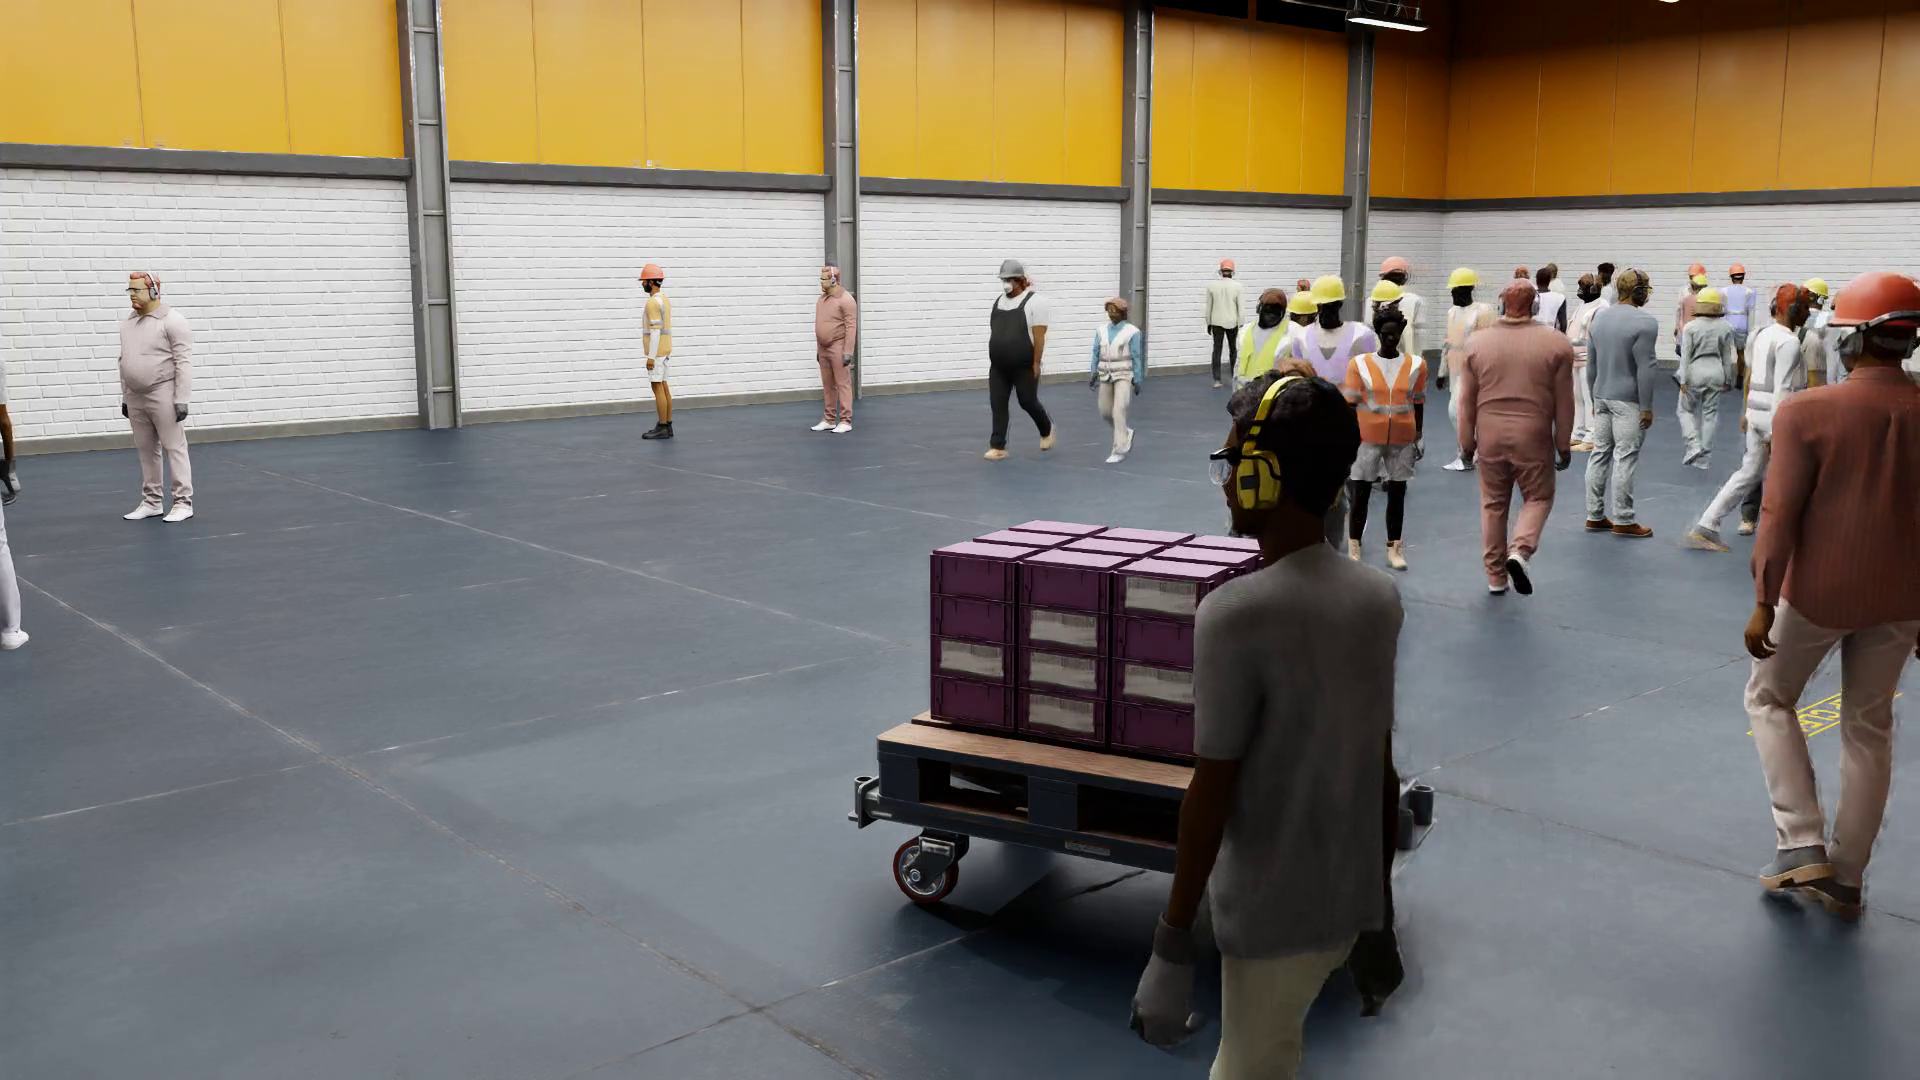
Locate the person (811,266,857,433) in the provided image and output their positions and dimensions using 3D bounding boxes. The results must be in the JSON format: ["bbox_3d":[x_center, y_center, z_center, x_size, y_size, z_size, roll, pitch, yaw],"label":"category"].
[{"bbox_3d":[-1.463,-2.181,19.114,0.399,1.905,0.643,-8,13,-39],"label":"person"}]

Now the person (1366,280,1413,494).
[{"bbox_3d":[3.543,-1.297,14.187,0.640,1.810,0.627,5,11,28],"label":"person"}]

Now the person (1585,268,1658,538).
[{"bbox_3d":[4.781,-0.990,12.035,0.375,1.939,0.628,-3,10,-19],"label":"person"}]

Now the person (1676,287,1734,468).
[{"bbox_3d":[7.095,-1.536,15.870,0.491,1.730,0.361,1,10,4],"label":"person"}]

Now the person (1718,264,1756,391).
[{"bbox_3d":[11.722,-3.212,25.188,0.539,1.894,0.841,4,11,23],"label":"person"}]

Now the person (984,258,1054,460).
[{"bbox_3d":[0.593,-1.838,16.698,0.686,2.000,0.837,6,11,32],"label":"person"}]

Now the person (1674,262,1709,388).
[{"bbox_3d":[11.299,-3.302,25.606,0.527,1.927,0.560,-7,12,-35],"label":"person"}]

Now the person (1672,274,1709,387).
[{"bbox_3d":[10.926,-3.085,24.840,0.438,1.750,0.533,-1,10,-6],"label":"person"}]

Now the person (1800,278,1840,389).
[{"bbox_3d":[7.820,-1.499,15.349,0.403,1.825,0.586,-6,12,-33],"label":"person"}]

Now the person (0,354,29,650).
[{"bbox_3d":[-5.085,-0.343,8.462,0.514,1.867,0.332,-6,11,-31],"label":"person"}]

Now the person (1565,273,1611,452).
[{"bbox_3d":[6.495,-1.836,17.270,0.429,1.845,0.622,0,10,-2],"label":"person"}]

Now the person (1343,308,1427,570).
[{"bbox_3d":[2.729,-0.643,10.709,0.540,1.696,0.317,0,10,2],"label":"person"}]

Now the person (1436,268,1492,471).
[{"bbox_3d":[4.710,-1.595,15.655,0.441,1.904,0.599,-3,10,-15],"label":"person"}]

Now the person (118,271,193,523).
[{"bbox_3d":[-6.163,-1.087,12.696,0.650,1.907,0.409,4,10,20],"label":"person"}]

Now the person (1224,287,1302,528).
[{"bbox_3d":[2.341,-0.997,12.483,0.640,1.805,0.839,9,13,42],"label":"person"}]

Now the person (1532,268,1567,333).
[{"bbox_3d":[7.512,-2.567,21.505,0.593,1.863,1.052,5,11,28],"label":"person"}]

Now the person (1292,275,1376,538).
[{"bbox_3d":[2.586,-0.869,11.459,0.613,1.899,0.787,5,11,26],"label":"person"}]

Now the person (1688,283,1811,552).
[{"bbox_3d":[5.459,-0.804,11.235,0.883,1.858,0.562,1,10,4],"label":"person"}]

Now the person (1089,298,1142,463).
[{"bbox_3d":[1.585,-1.594,16.509,0.557,1.621,0.637,8,12,38],"label":"person"}]

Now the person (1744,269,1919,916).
[{"bbox_3d":[2.732,0.170,5.113,0.659,1.978,0.440,0,10,2],"label":"person"}]

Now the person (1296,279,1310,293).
[{"bbox_3d":[5.716,-3.524,27.747,0.307,1.641,0.512,3,10,15],"label":"person"}]

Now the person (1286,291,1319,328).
[{"bbox_3d":[2.626,-1.048,12.941,0.468,1.751,0.592,1,10,7],"label":"person"}]

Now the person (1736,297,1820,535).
[{"bbox_3d":[6.049,-0.957,12.260,0.523,1.809,0.907,8,13,40],"label":"person"}]

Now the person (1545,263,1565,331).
[{"bbox_3d":[10.068,-3.749,28.321,0.482,1.906,0.664,-2,10,-14],"label":"person"}]

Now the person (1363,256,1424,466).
[{"bbox_3d":[4.136,-1.720,16.062,0.620,2.022,0.420,-5,11,-27],"label":"person"}]

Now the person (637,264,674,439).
[{"bbox_3d":[-3.384,-2.084,18.445,0.361,1.935,0.553,1,10,5],"label":"person"}]

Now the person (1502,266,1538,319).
[{"bbox_3d":[8.867,-3.388,26.298,0.589,1.864,0.698,3,10,15],"label":"person"}]

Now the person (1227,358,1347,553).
[{"bbox_3d":[1.426,-0.003,7.248,0.497,1.600,0.808,3,10,17],"label":"person"}]

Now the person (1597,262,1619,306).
[{"bbox_3d":[9.982,-3.333,25.804,0.981,1.913,0.623,4,10,21],"label":"person"}]

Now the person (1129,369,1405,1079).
[{"bbox_3d":[0.595,0.651,2.724,0.785,1.845,0.525,8,13,40],"label":"person"}]

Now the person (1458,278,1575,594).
[{"bbox_3d":[3.264,-0.589,9.807,0.662,1.894,0.512,5,11,28],"label":"person"}]

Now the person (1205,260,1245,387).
[{"bbox_3d":[4.179,-3.389,26.023,0.646,1.957,0.899,4,10,21],"label":"person"}]

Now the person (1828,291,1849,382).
[{"bbox_3d":[10.953,-2.309,20.747,0.513,1.600,0.818,5,11,27],"label":"person"}]
